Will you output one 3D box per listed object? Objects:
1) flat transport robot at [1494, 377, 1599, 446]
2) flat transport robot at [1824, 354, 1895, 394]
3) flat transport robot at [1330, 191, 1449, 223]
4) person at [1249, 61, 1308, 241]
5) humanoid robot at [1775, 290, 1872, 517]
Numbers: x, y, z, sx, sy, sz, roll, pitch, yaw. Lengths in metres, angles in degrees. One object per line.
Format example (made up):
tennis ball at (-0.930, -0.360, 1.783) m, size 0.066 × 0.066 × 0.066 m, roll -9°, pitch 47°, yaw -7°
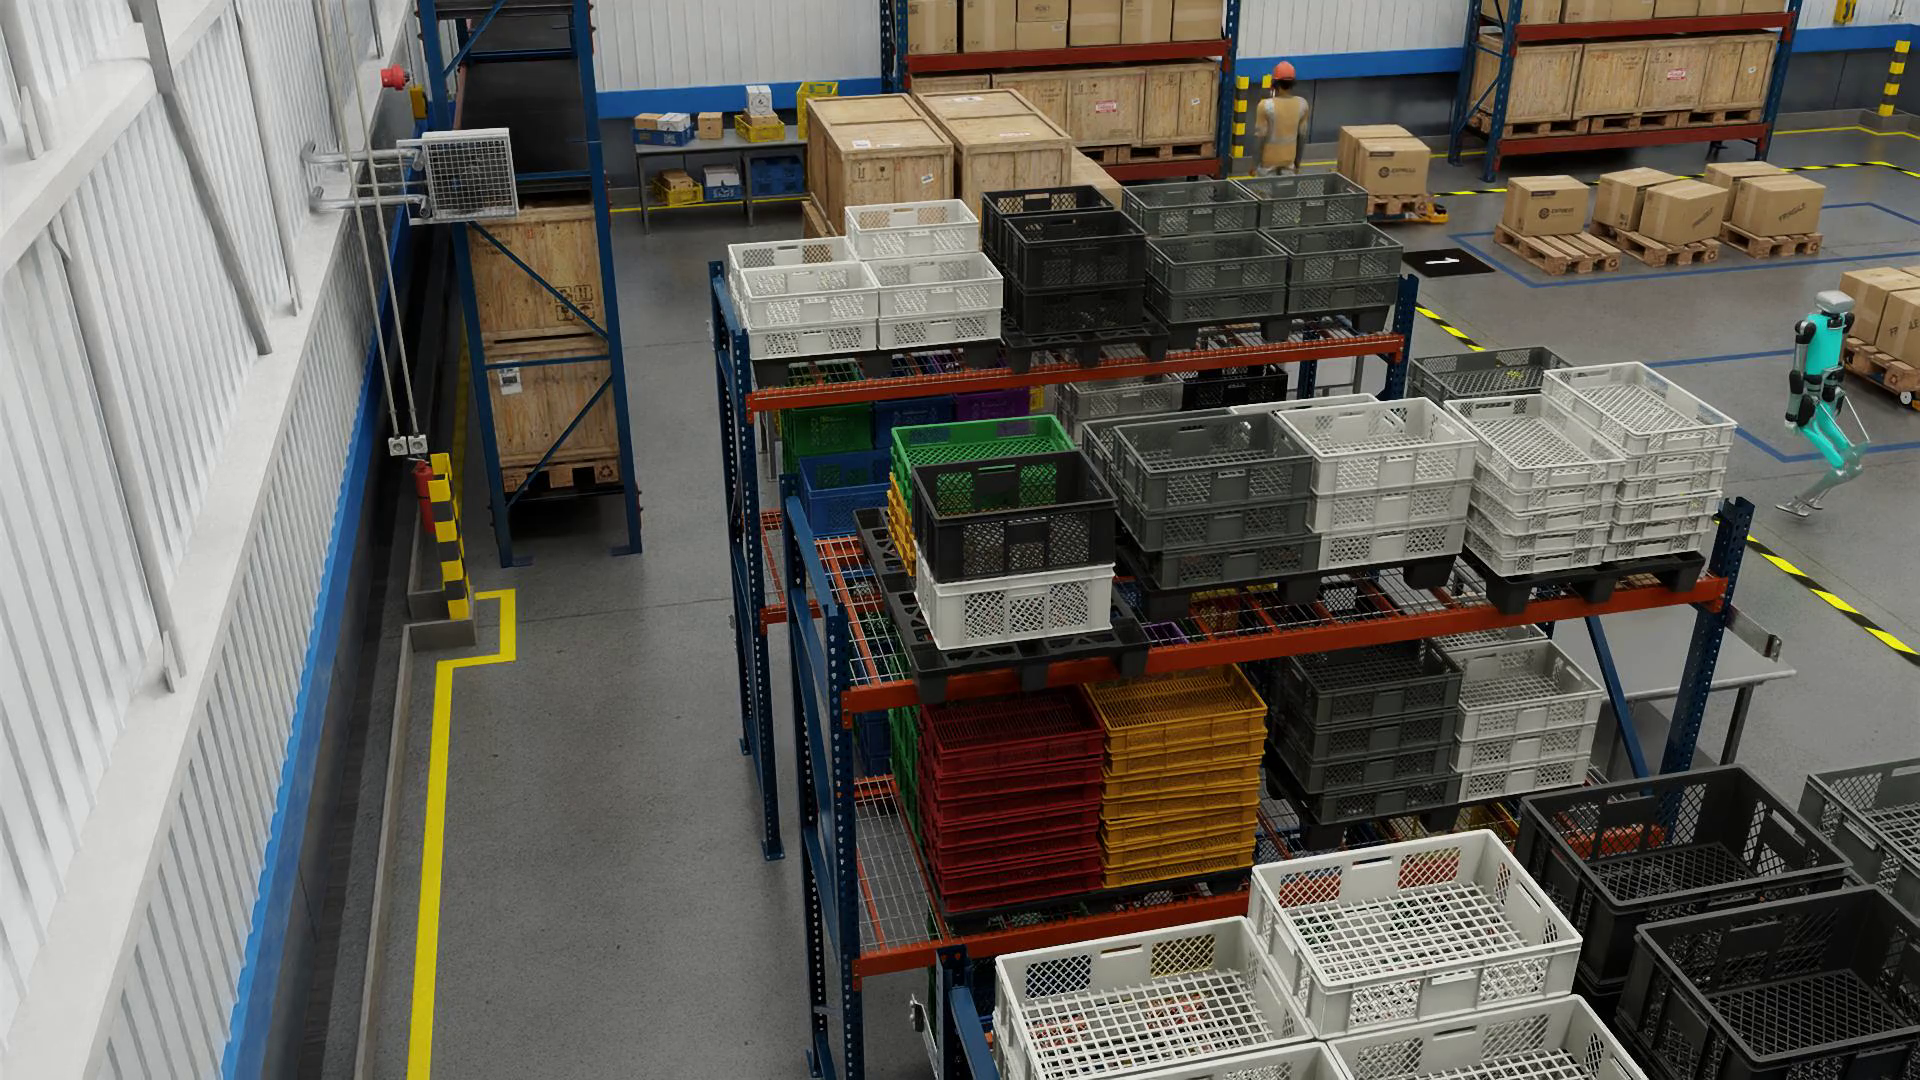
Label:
flat transport robot at (4.780, -1.036, 14.013) m, size 0.659 × 0.231 × 1.431 m, roll -6°, pitch 28°, yaw -12°
flat transport robot at (8.473, -1.467, 14.800) m, size 0.652 × 0.197 × 1.431 m, roll -6°, pitch 28°, yaw -12°
flat transport robot at (4.890, -3.864, 19.349) m, size 1.431 × 0.197 × 0.652 m, roll -2°, pitch 28°, yaw -4°
person at (3.417, -4.131, 17.985) m, size 0.613 × 2.040 × 0.388 m, roll -8°, pitch 29°, yaw -16°
humanoid robot at (6.374, -0.938, 12.107) m, size 0.533 × 1.677 × 0.735 m, roll -14°, pitch 31°, yaw -25°
